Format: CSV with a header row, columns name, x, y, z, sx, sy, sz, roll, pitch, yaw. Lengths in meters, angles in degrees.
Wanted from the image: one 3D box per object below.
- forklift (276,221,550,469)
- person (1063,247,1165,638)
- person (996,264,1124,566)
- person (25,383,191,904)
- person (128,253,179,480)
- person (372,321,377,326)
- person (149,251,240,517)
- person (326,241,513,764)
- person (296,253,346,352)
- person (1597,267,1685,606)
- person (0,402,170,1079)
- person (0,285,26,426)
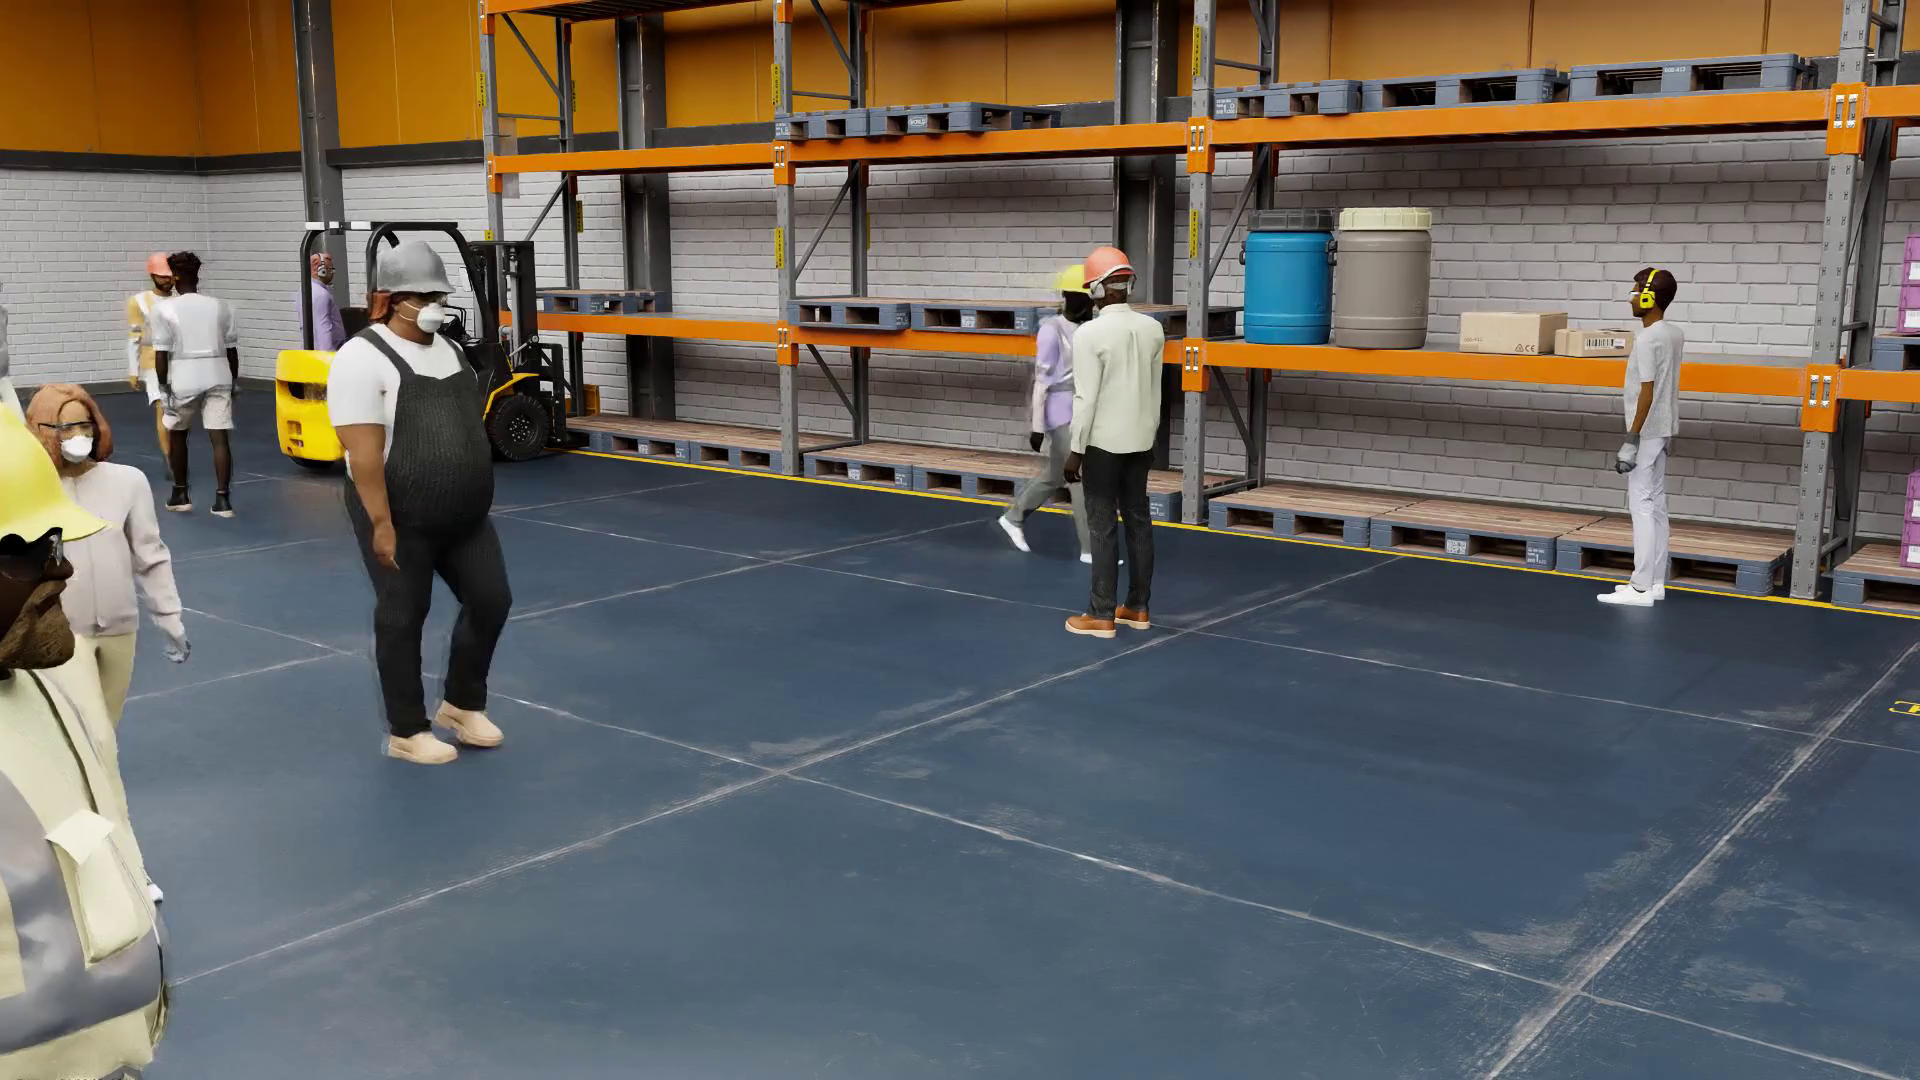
name,x,y,z,sx,sy,sz,roll,pitch,yaw
forklift,-4.922,-1.741,14.854,1.214,2.155,2.313,8,13,38
person,0.774,-0.495,8.526,0.611,1.985,0.394,-8,13,-39
person,0.619,-0.800,10.520,0.941,1.888,0.594,6,12,31
person,-2.771,0.290,5.255,0.839,1.593,0.515,7,12,34
person,-6.665,-1.457,14.057,0.575,1.907,0.751,-9,14,-41
person,-4.014,-0.921,11.865,0.277,1.631,0.507,4,11,22
person,-5.643,-1.150,12.293,0.631,1.937,0.784,-8,13,-37
person,-2.049,-0.133,6.368,0.537,2.000,0.689,6,12,31
person,-5.963,-1.726,15.598,0.399,1.900,0.645,-6,12,-31
person,3.796,-0.565,9.232,0.328,1.874,0.521,9,14,41
person,-1.238,0.730,2.160,0.404,1.833,0.592,-3,11,-15
person,-7.946,-1.318,13.560,0.917,1.833,0.515,3,11,18
